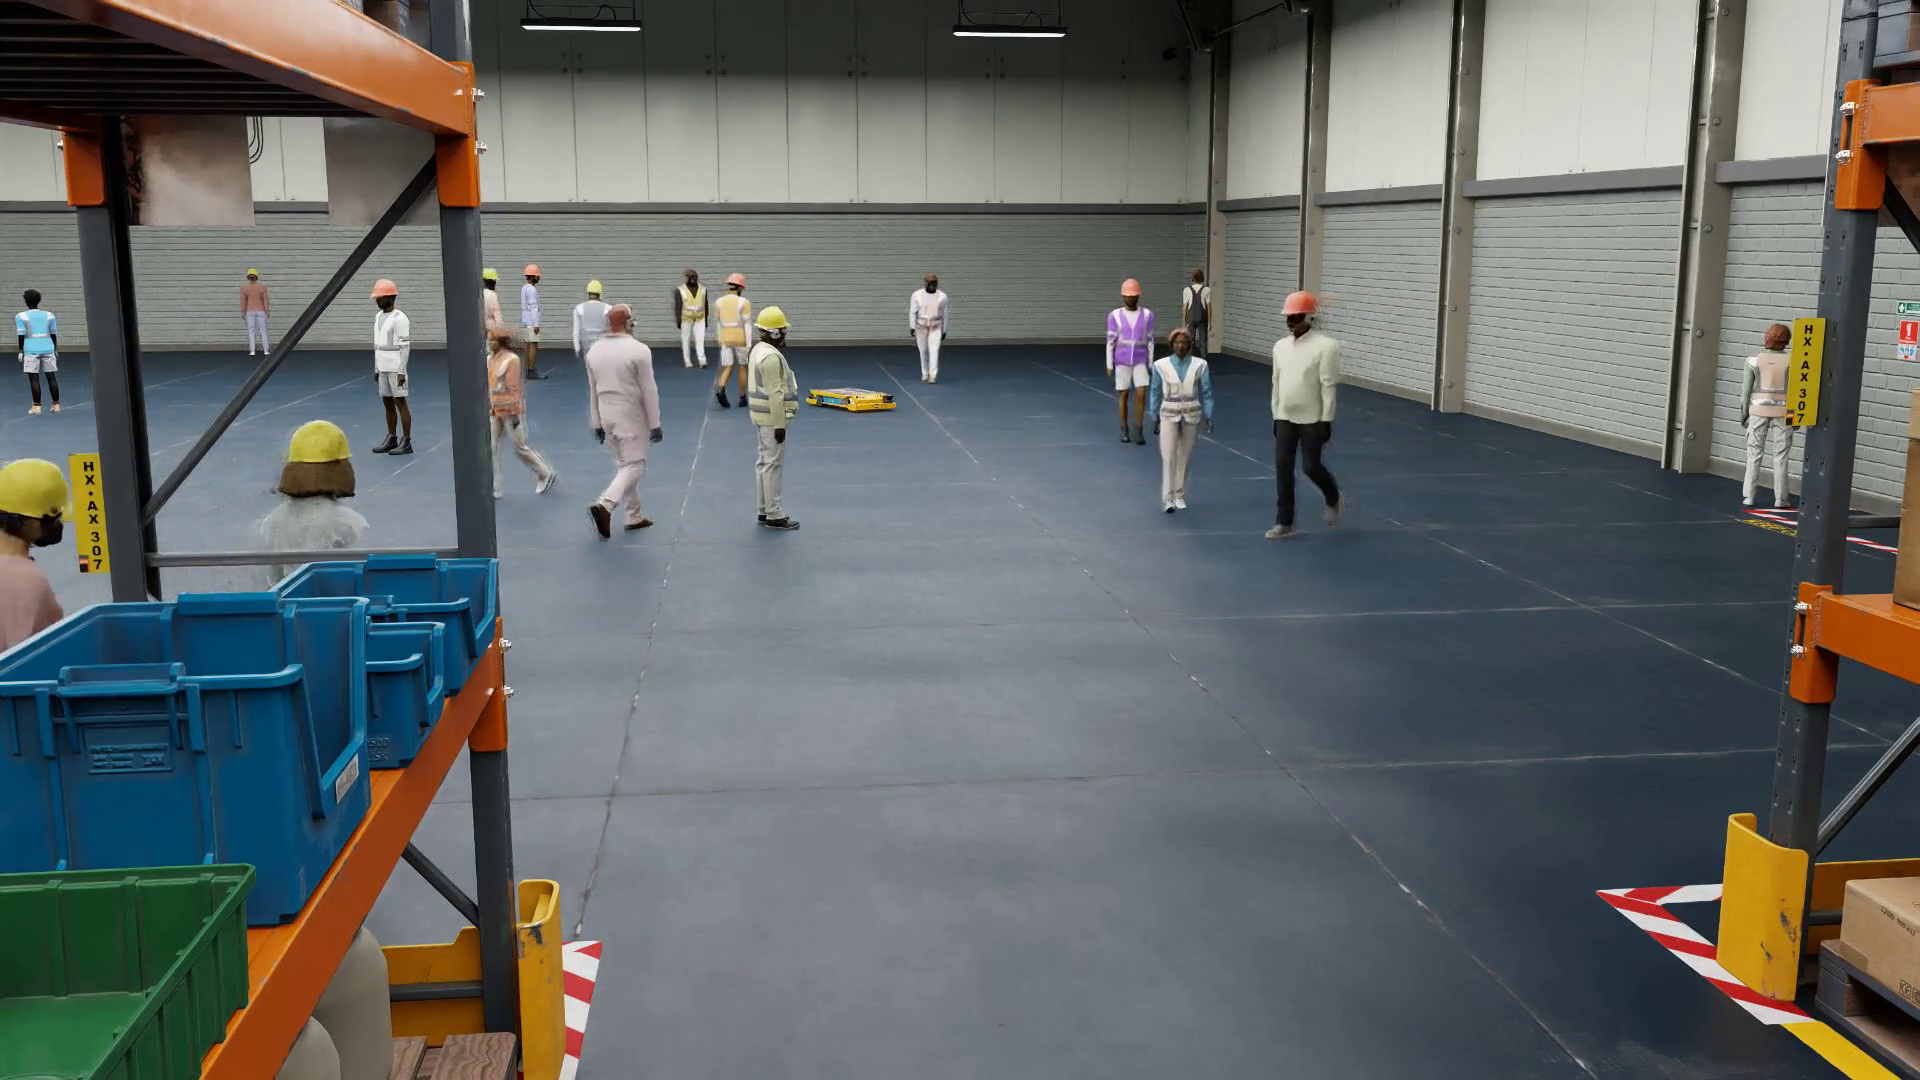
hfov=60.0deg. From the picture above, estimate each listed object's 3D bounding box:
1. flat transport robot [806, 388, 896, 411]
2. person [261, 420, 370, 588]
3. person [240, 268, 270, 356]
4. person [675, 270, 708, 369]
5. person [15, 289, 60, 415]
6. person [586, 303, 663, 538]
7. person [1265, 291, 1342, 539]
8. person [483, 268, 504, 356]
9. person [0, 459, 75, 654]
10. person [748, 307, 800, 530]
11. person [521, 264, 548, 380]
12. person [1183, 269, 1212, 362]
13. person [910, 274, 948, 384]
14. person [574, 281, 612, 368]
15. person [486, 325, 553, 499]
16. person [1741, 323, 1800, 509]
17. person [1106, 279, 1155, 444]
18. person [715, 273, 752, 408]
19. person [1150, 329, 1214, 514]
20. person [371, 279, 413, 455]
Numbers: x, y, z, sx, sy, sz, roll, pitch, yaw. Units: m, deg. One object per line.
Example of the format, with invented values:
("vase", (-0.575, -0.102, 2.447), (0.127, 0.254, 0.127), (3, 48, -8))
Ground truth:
("flat transport robot", (-1.545, -1.994, 23.458), (0.652, 0.197, 1.431), (-7, 12, -33))
("person", (-2.360, 0.416, 6.237), (0.510, 1.724, 0.469), (4, 11, 21))
("person", (-14.275, -4.610, 33.695), (0.524, 1.769, 0.316), (-4, 11, -21))
("person", (-4.900, -4.032, 30.454), (0.646, 1.791, 0.960), (-4, 11, -22))
("person", (-12.514, -2.547, 22.573), (0.317, 1.697, 0.540), (7, 13, 35))
("person", (-2.744, -0.960, 13.401), (0.645, 1.880, 0.826), (7, 12, 32))
("person", (2.781, -1.002, 13.332), (0.706, 1.979, 0.619), (-10, 14, -43))
("person", (-7.413, -3.374, 26.558), (0.876, 1.890, 0.623), (-9, 13, -40))
("person", (-3.079, 0.576, 5.443), (0.628, 1.699, 0.890), (7, 13, 34))
("person", (-1.536, -1.002, 13.738), (0.404, 1.831, 0.600), (-4, 11, -19))
("person", (-7.215, -3.684, 28.149), (0.366, 1.935, 0.552), (-6, 12, -28))
("person", (4.150, -3.808, 29.083), (0.506, 1.847, 0.343), (3, 11, 14))
("person", (-0.510, -3.503, 27.576), (0.626, 1.798, 0.973), (0, 10, 1))
("person", (-5.134, -2.762, 23.543), (0.612, 1.780, 0.946), (-1, 10, -3))
("person", (-4.126, -1.174, 15.291), (0.517, 1.617, 0.750), (8, 13, 38))
("person", (7.205, -1.093, 14.771), (0.511, 1.638, 0.309), (6, 12, 31))
("person", (1.983, -2.051, 19.270), (0.564, 1.906, 0.798), (0, 10, 2))
("person", (-3.198, -2.780, 23.306), (0.554, 1.900, 0.732), (2, 11, 13))
("person", (1.934, -1.024, 14.470), (0.532, 1.598, 0.820), (0, 10, 0))
("person", (-6.315, -1.911, 18.427), (0.545, 1.941, 0.351), (8, 13, 36))
